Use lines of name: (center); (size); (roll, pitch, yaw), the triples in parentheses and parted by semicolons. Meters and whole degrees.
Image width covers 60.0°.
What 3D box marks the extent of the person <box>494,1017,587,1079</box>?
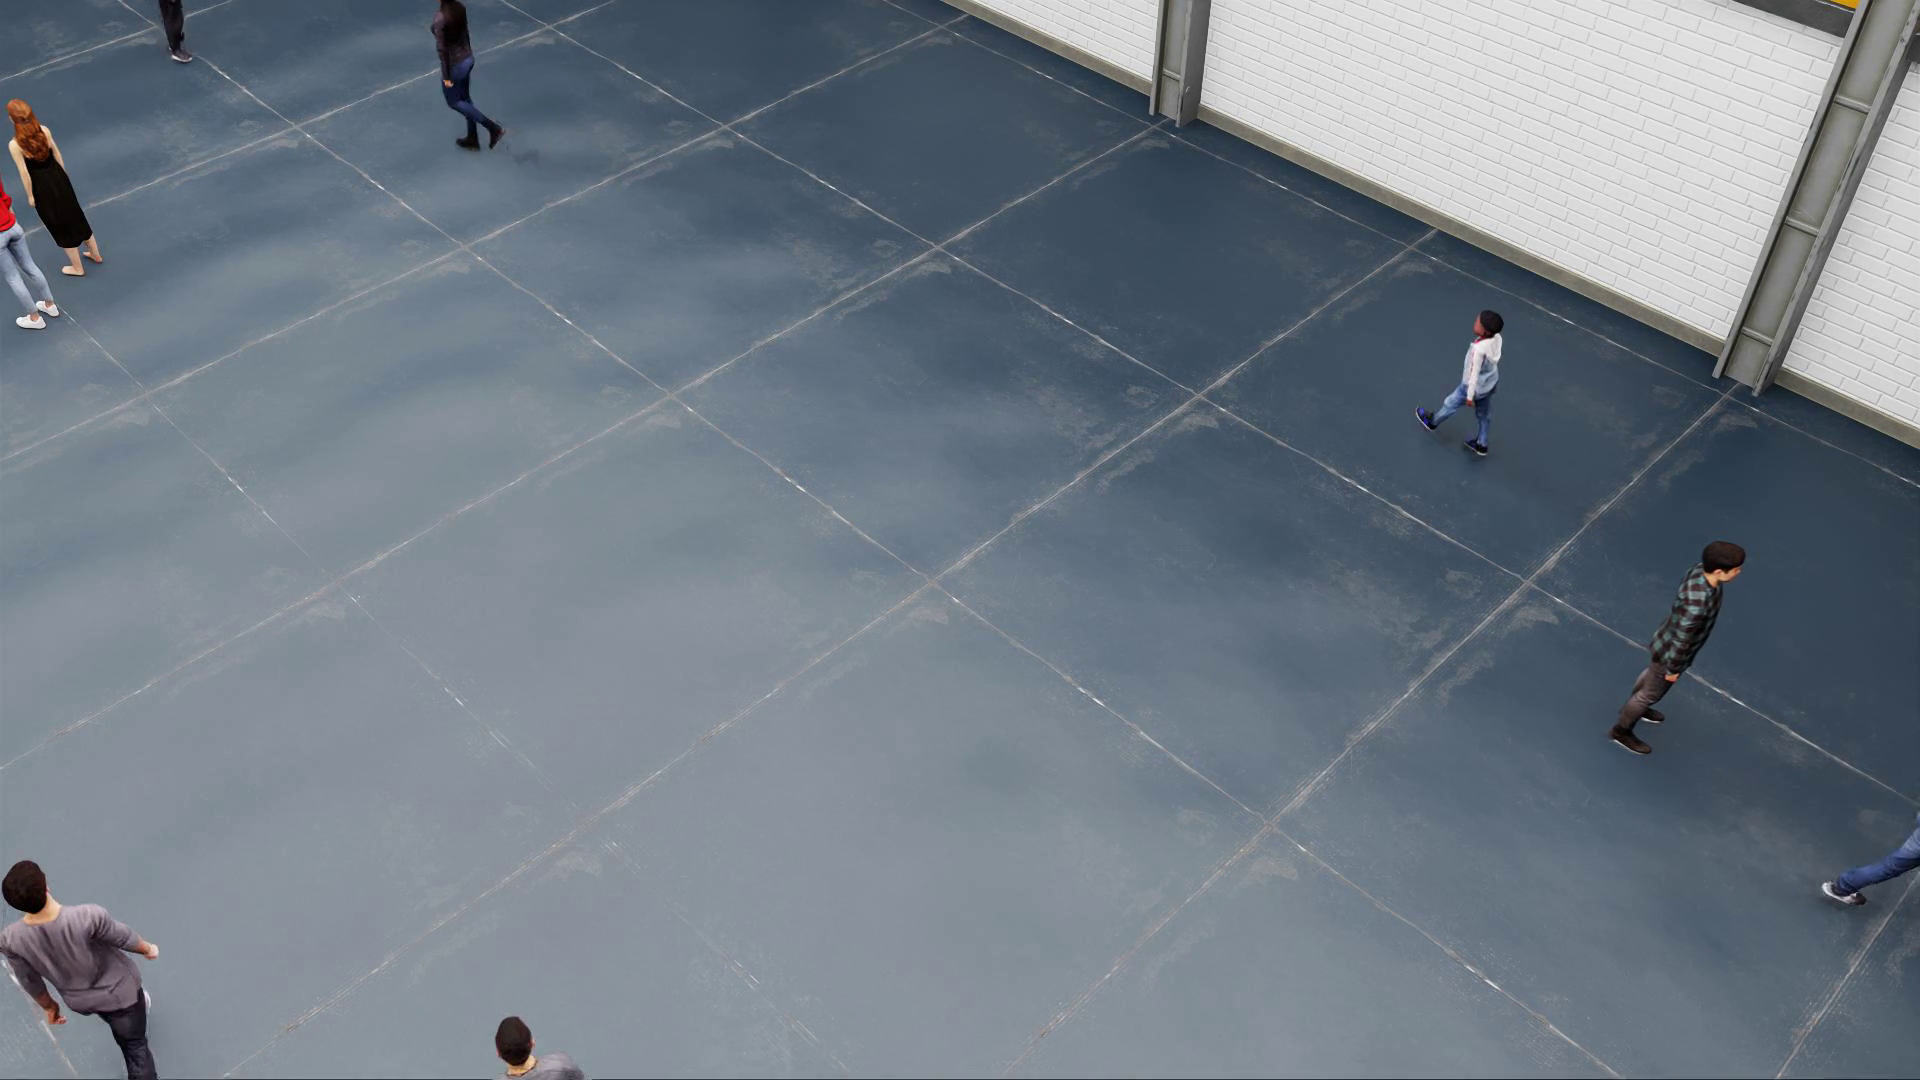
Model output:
person: (-1.912, 2.881, 7.854); (0.711, 1.748, 0.829); (-27, 50, -25)

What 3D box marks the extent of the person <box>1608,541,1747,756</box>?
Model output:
person: (4.424, 0.626, 10.283); (0.644, 1.706, 0.738); (23, 48, 22)

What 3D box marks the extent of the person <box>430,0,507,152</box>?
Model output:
person: (-4.602, -4.387, 15.496); (0.962, 1.732, 0.842); (13, 45, 13)

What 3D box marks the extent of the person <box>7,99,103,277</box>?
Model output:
person: (-7.712, -2.991, 14.107); (0.664, 1.625, 0.641); (18, 47, 18)

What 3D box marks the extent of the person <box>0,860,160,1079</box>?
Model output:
person: (-4.350, 2.328, 8.392); (1.103, 1.807, 1.278); (-8, 44, -9)

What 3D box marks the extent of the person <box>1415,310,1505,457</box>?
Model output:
person: (3.932, -1.150, 12.464); (0.540, 1.226, 0.861); (-28, 50, -26)

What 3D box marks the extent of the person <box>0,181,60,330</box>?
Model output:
person: (-7.807, -2.480, 13.514); (0.668, 1.703, 0.691); (13, 45, 13)
